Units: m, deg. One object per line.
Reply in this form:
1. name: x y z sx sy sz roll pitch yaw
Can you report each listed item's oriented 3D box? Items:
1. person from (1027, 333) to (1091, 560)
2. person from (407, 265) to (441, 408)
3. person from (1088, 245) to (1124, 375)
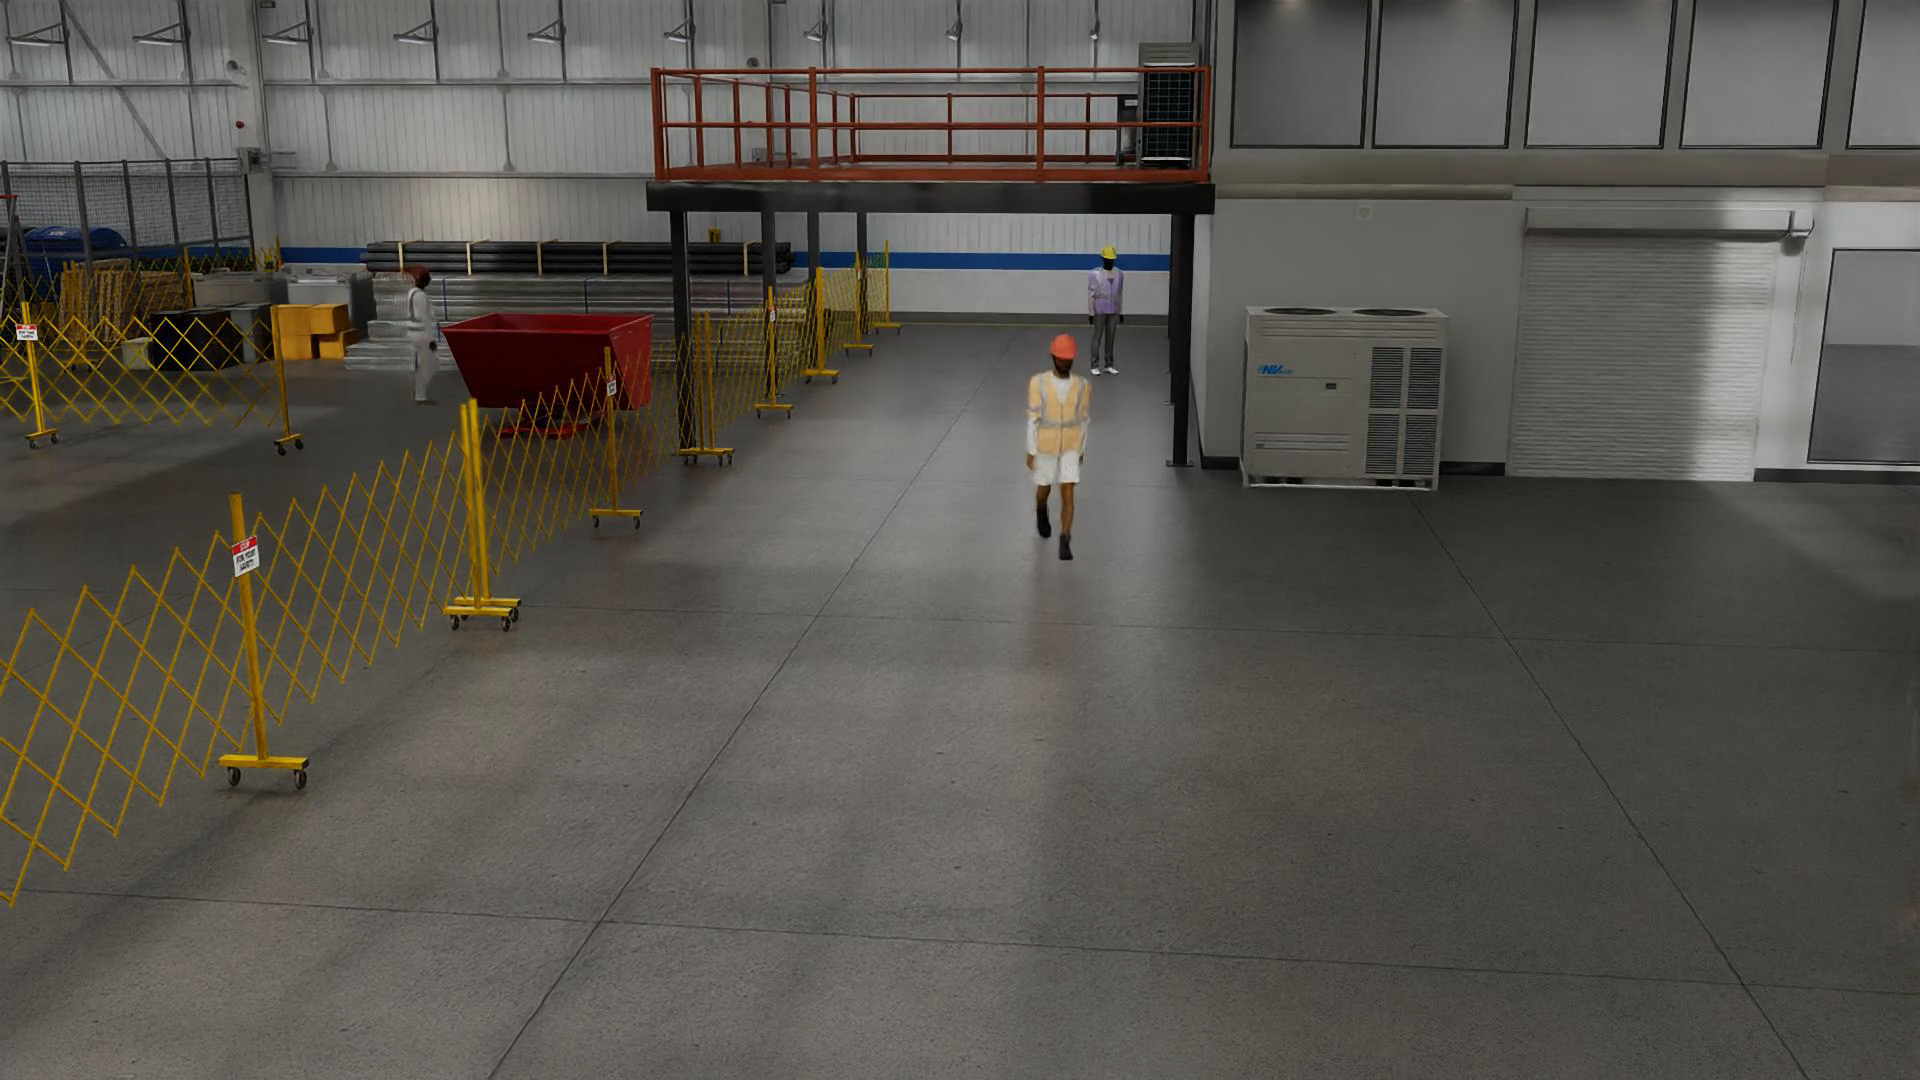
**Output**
1. person: 0.825 -0.825 14.179 0.560 1.916 0.725 -1 14 -6
2. person: -7.016 -2.655 21.767 0.427 1.869 0.580 -6 15 -22
3. person: 2.184 -3.415 24.741 0.593 1.922 0.383 -6 15 -25
